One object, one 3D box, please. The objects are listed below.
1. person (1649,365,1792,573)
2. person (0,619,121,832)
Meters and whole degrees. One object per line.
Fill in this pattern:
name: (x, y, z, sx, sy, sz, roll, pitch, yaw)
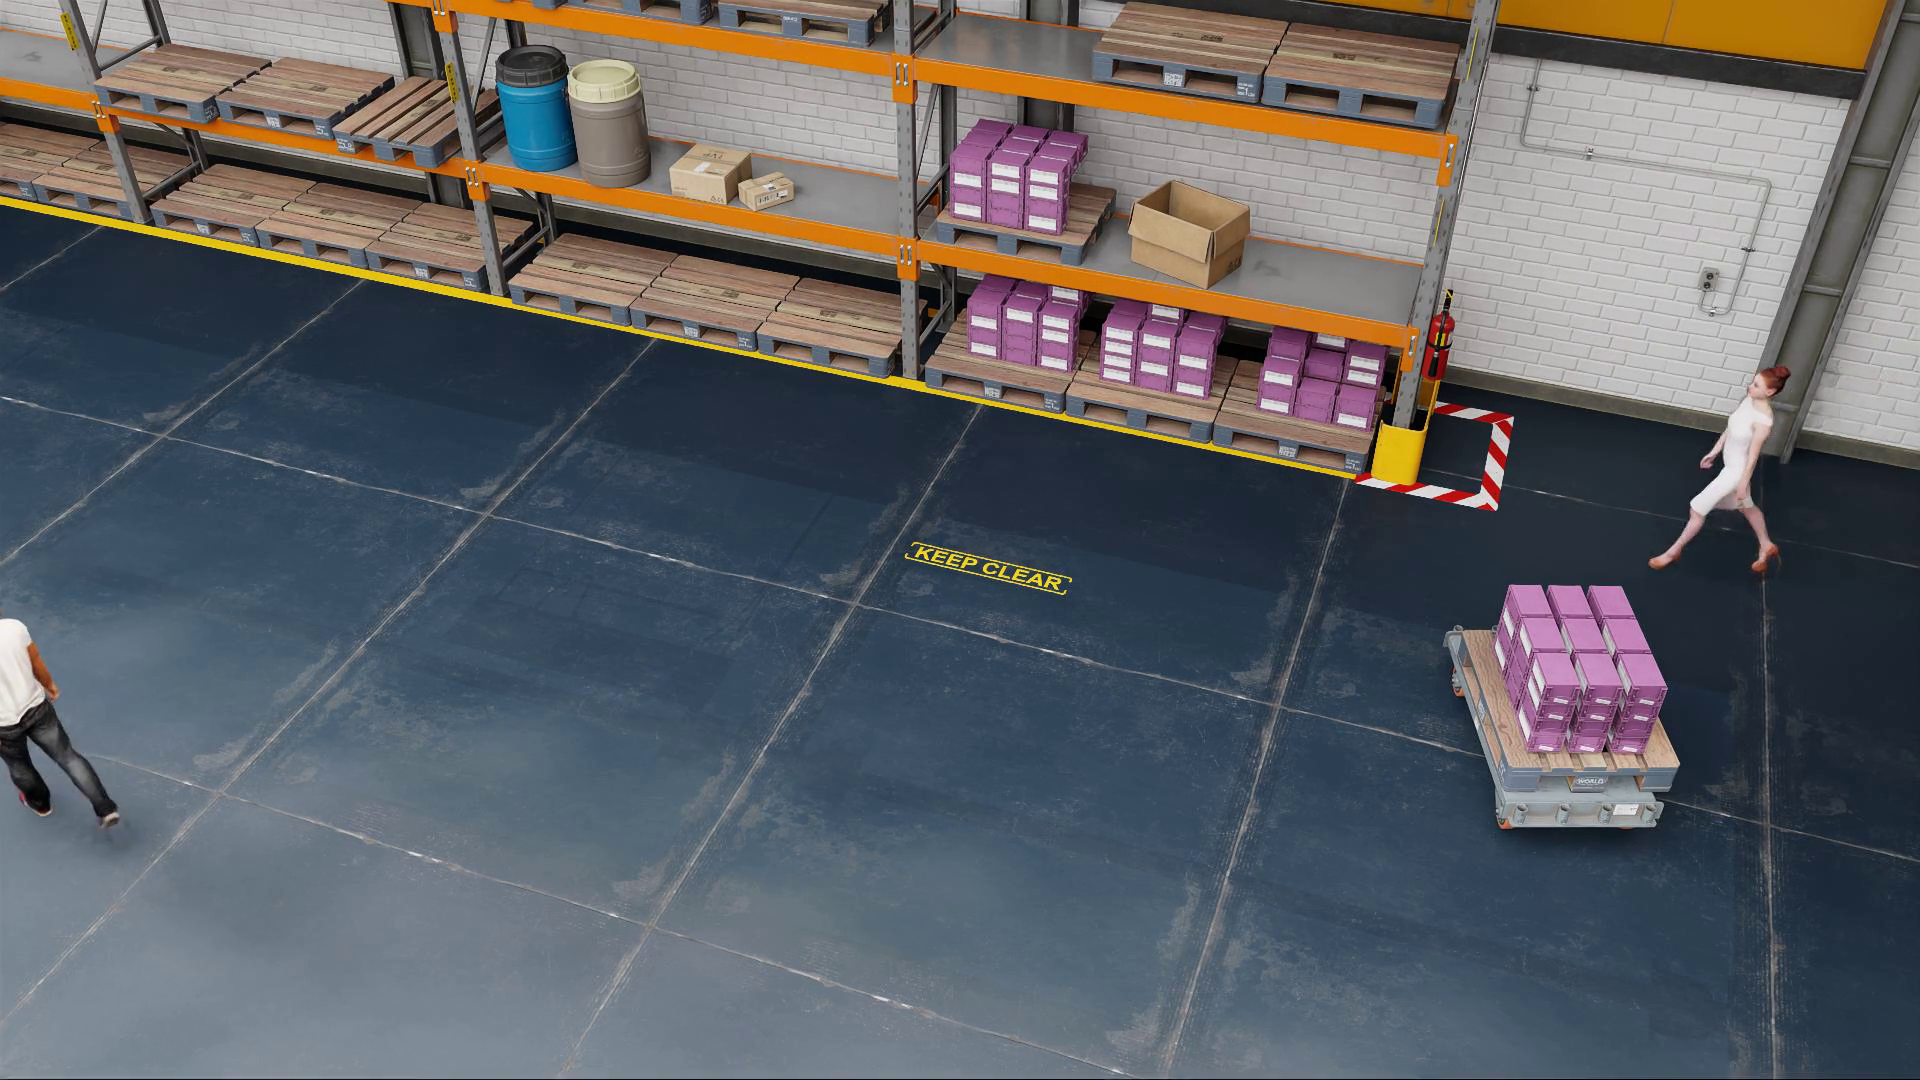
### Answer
person: (5.410, -0.434, 11.392, 1.140, 1.749, 0.670, 8, 39, 9)
person: (-5.358, 1.023, 9.545, 1.159, 1.778, 0.810, 22, 44, 25)
